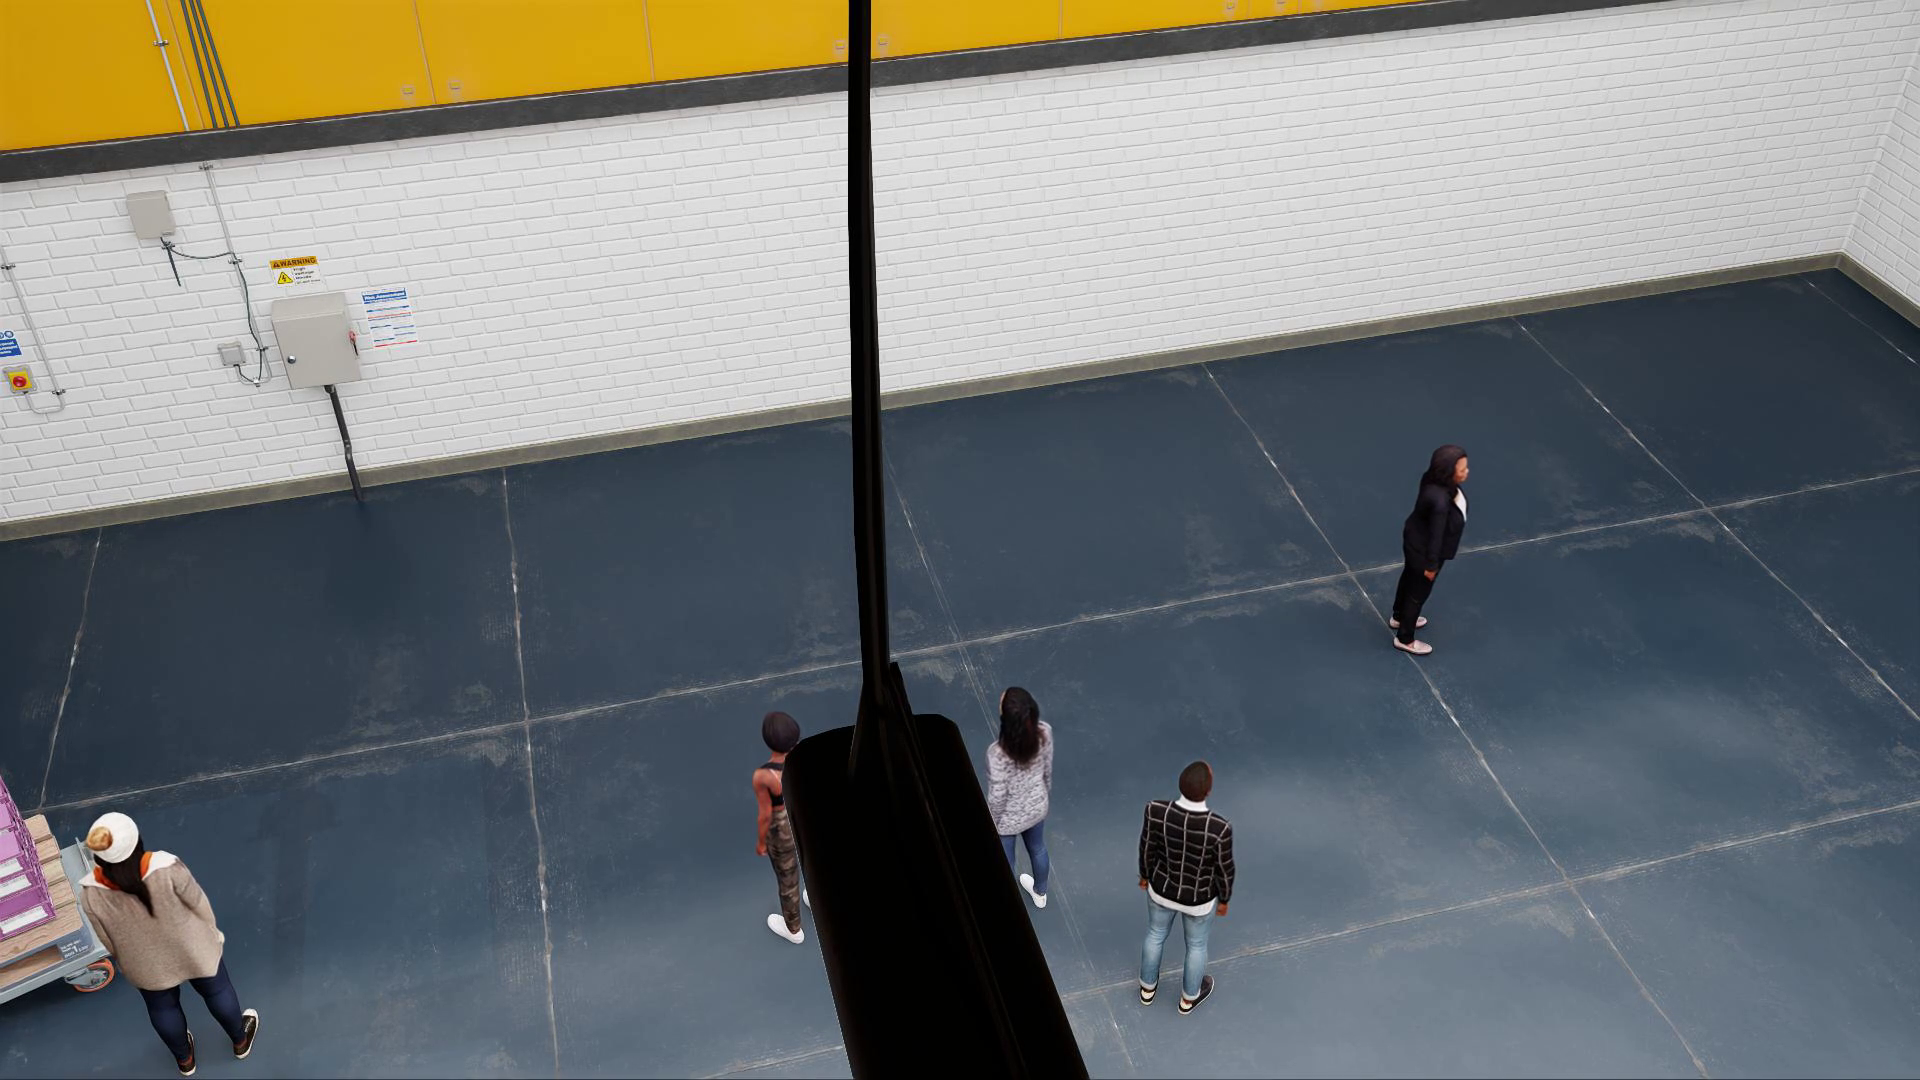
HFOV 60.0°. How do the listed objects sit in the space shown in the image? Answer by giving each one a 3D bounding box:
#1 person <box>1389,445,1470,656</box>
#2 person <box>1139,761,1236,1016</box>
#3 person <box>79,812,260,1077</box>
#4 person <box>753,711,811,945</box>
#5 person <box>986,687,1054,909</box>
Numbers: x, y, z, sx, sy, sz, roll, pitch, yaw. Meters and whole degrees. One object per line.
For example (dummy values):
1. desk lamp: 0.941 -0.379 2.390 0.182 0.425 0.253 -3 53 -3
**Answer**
1. person: 3.138 0.040 11.193 0.795 1.616 0.694 6 39 7
2. person: 1.171 1.840 8.775 0.743 1.821 0.767 14 41 17
3. person: -4.058 2.044 8.463 0.704 1.890 0.682 -14 41 -16
4. person: -0.934 1.584 9.193 0.655 1.699 0.670 -29 47 -31
5. person: 0.317 1.490 9.285 0.690 1.731 0.660 -26 45 -29
